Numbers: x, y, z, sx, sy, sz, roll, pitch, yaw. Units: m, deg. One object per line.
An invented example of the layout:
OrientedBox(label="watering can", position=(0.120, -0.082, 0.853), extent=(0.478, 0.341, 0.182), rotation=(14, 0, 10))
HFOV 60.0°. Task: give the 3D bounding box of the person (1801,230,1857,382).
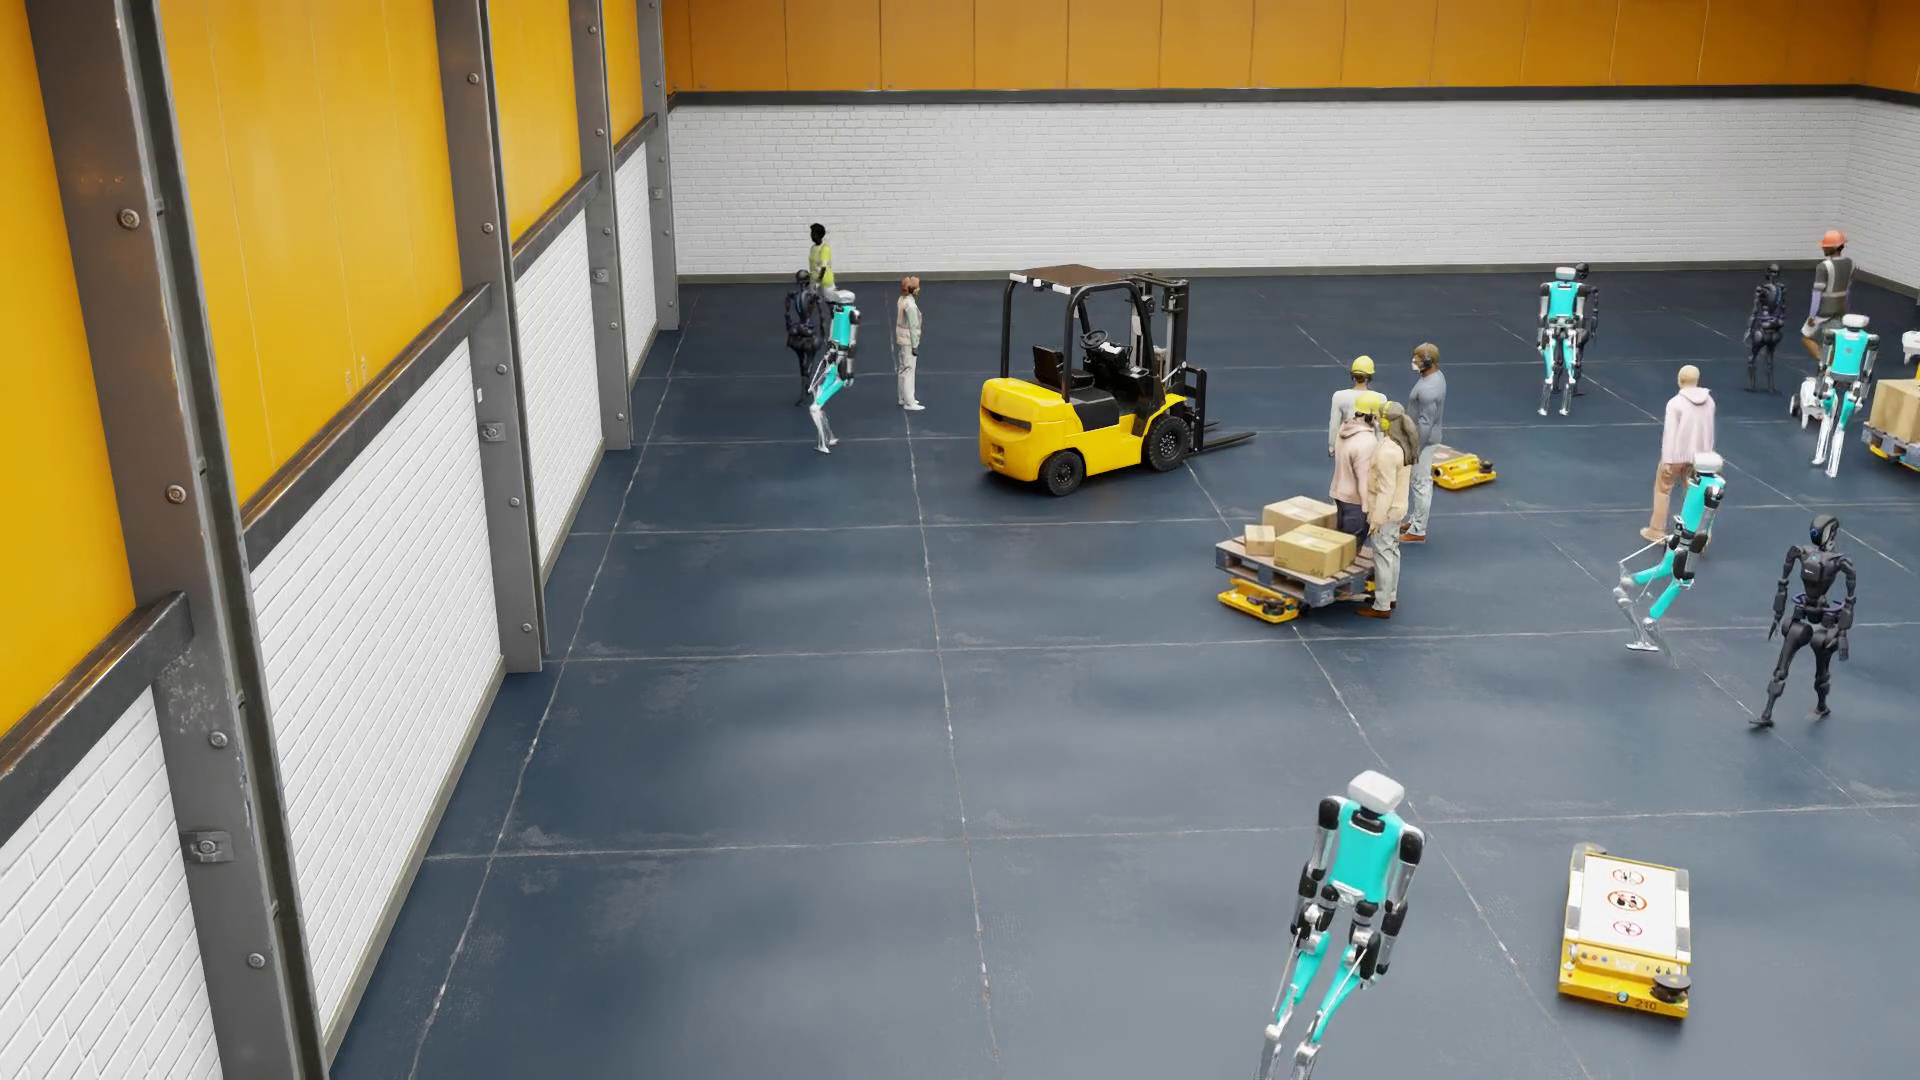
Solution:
OrientedBox(label="person", position=(10.960, -2.894, 20.988), extent=(0.637, 2.016, 0.492), rotation=(-6, 21, -16))

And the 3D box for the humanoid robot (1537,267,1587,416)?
OrientedBox(label="humanoid robot", position=(7.154, -2.327, 19.803), extent=(0.539, 1.749, 0.709), rotation=(4, 20, 9))

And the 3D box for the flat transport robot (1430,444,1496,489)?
OrientedBox(label="flat transport robot", position=(5.011, -0.867, 17.989), extent=(0.659, 0.231, 1.431), rotation=(-13, 24, -31))

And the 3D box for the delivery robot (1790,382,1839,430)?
OrientedBox(label="delivery robot", position=(10.150, -1.635, 19.677), extent=(0.499, 0.601, 0.783), rotation=(8, 21, 20))

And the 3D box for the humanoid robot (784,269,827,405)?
OrientedBox(label="humanoid robot", position=(-1.891, -2.526, 20.511), extent=(0.600, 1.628, 0.746), rotation=(10, 22, 24))

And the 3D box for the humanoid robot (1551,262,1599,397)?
OrientedBox(label="humanoid robot", position=(7.655, -2.643, 20.763), extent=(0.599, 1.657, 0.315), rotation=(18, 26, 39))

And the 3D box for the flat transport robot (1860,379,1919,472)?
OrientedBox(label="flat transport robot", position=(10.548, -0.842, 17.921), extent=(0.659, 0.231, 1.431), rotation=(-2, 20, -5))

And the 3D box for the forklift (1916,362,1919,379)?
OrientedBox(label="forklift", position=(12.602, -2.435, 19.475), extent=(2.313, 2.155, 1.214), rotation=(-1, 20, -4))

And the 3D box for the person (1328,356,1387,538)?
OrientedBox(label="person", position=(3.777, -0.884, 15.864), extent=(0.529, 1.765, 0.324), rotation=(5, 21, 14))

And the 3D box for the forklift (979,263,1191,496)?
OrientedBox(label="forklift", position=(1.315, -1.764, 17.646), extent=(2.313, 2.155, 1.214), rotation=(-14, 24, -33))

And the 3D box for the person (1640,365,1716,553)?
OrientedBox(label="person", position=(6.796, -0.744, 15.516), extent=(0.551, 1.743, 0.727), rotation=(-4, 21, -12))

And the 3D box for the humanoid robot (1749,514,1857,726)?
OrientedBox(label="humanoid robot", position=(6.156, 0.604, 12.006), extent=(0.768, 1.628, 0.607), rotation=(-14, 24, -33))

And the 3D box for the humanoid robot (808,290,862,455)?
OrientedBox(label="humanoid robot", position=(-1.517, -1.858, 18.552), extent=(0.882, 1.765, 0.596), rotation=(-14, 24, -32))

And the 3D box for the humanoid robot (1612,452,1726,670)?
OrientedBox(label="humanoid robot", position=(5.471, 0.188, 13.046), extent=(0.773, 1.822, 0.538), rotation=(3, 20, 8))

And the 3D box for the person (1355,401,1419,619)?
OrientedBox(label="person", position=(3.600, -0.250, 13.981), extent=(0.390, 1.874, 0.565), rotation=(10, 23, 26))

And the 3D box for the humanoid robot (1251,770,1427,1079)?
OrientedBox(label="humanoid robot", position=(1.750, 2.065, 7.982), extent=(0.617, 1.846, 0.871), rotation=(15, 25, 35))

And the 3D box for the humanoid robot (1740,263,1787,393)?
OrientedBox(label="humanoid robot", position=(10.079, -2.642, 20.805), extent=(0.602, 1.650, 0.314), rotation=(-8, 22, -22))

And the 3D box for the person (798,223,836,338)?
OrientedBox(label="person", position=(-1.972, -3.696, 23.679), extent=(0.886, 1.651, 0.532), rotation=(-14, 25, -34))

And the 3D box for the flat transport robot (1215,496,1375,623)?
OrientedBox(label="flat transport robot", position=(2.994, 0.396, 14.547), extent=(1.431, 0.231, 0.659), rotation=(-15, 25, -35))

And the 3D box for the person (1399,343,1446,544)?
OrientedBox(label="person", position=(4.351, -0.914, 15.704), extent=(0.373, 1.936, 0.628), rotation=(7, 21, 18))

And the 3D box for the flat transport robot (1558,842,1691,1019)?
OrientedBox(label="flat transport robot", position=(3.838, 2.218, 9.585), extent=(0.659, 0.231, 1.431), rotation=(8, 22, 20))

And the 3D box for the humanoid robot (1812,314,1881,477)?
OrientedBox(label="humanoid robot", position=(9.450, -1.582, 17.807), extent=(0.549, 1.785, 0.725), rotation=(12, 23, 30))

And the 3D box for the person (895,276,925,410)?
OrientedBox(label="person", position=(-0.619, -2.378, 20.126), extent=(0.316, 1.633, 0.521), rotation=(-6, 21, -16))

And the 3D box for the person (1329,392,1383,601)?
OrientedBox(label="person", position=(3.397, -0.374, 14.347), extent=(0.435, 1.856, 0.806), rotation=(-2, 20, -6))

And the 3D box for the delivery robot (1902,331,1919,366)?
OrientedBox(label="delivery robot", position=(13.006, -2.545, 22.175), extent=(0.509, 0.614, 0.785), rotation=(-18, 26, -39))
